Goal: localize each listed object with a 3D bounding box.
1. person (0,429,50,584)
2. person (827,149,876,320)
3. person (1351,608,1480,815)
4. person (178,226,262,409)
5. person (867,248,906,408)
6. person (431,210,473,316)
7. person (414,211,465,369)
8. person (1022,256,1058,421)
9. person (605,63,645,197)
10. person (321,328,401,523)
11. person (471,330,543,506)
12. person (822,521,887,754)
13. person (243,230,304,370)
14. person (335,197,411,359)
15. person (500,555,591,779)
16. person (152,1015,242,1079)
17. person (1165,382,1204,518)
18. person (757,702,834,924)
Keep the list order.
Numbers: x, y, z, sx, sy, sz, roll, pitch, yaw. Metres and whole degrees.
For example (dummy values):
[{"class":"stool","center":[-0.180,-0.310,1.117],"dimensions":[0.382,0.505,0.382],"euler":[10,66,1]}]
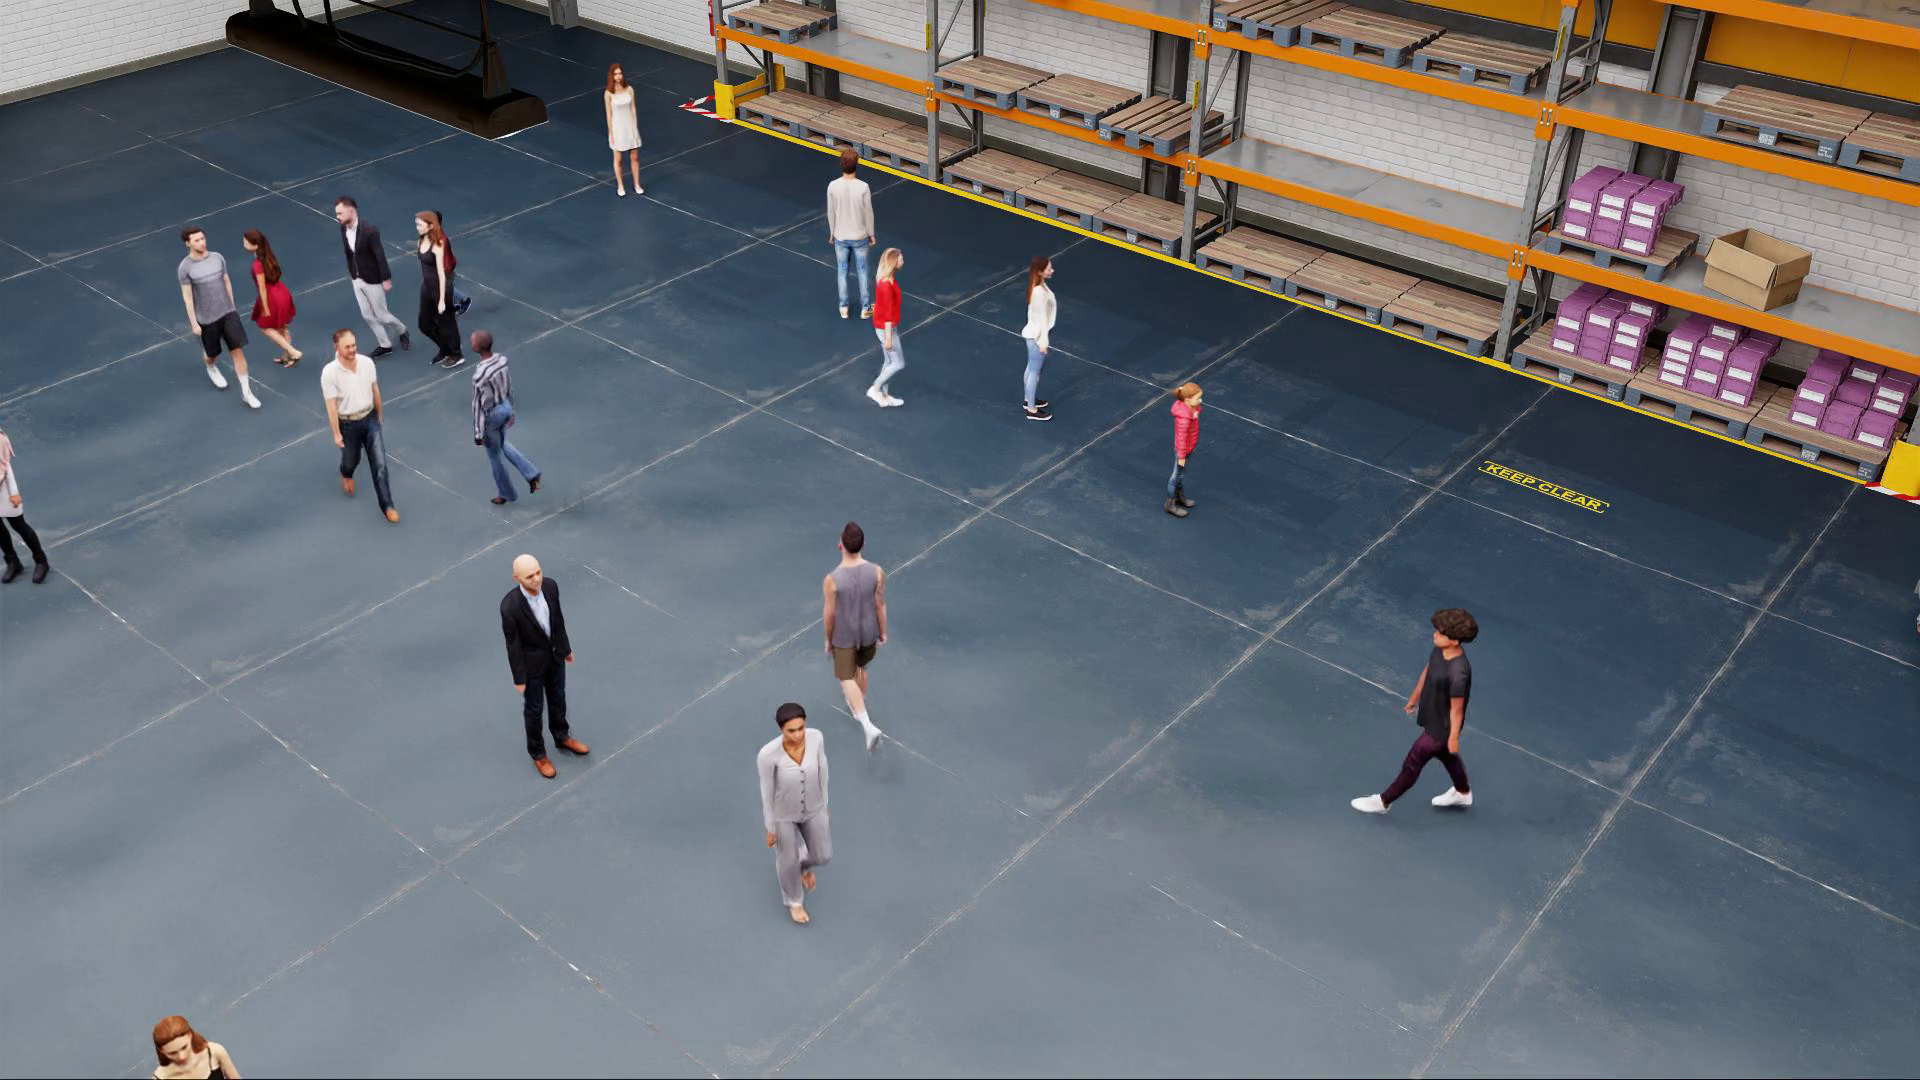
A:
[{"class":"person","center":[-8.085,-0.434,13.912],"dimensions":[0.703,1.799,0.782],"euler":[1,34,2]},{"class":"person","center":[-1.185,-3.330,18.178],"dimensions":[0.695,1.900,0.813],"euler":[5,34,7]},{"class":"person","center":[3.383,1.226,11.470],"dimensions":[1.203,1.738,1.086],"euler":[1,34,1]},{"class":"person","center":[-7.501,-2.268,16.631],"dimensions":[0.739,1.844,1.202],"euler":[-28,43,-36]},{"class":"person","center":[-0.803,-2.081,16.490],"dimensions":[0.823,1.688,0.761],"euler":[0,34,-1]},{"class":"person","center":[-5.631,-3.066,18.373],"dimensions":[0.667,1.245,0.597],"euler":[-18,38,-25]},{"class":"person","center":[-5.343,-2.623,17.261],"dimensions":[0.578,1.738,0.678],"euler":[22,39,29]},{"class":"person","center":[0.767,-2.005,16.374],"dimensions":[0.756,1.692,0.705],"euler":[-1,34,-2]},{"class":"person","center":[-4.294,-5.248,21.235],"dimensions":[0.639,1.710,0.652],"euler":[-14,36,-20]},{"class":"person","center":[-5.422,-1.072,14.845],"dimensions":[0.855,1.829,1.204],"euler":[-23,40,-30]},{"class":"person","center":[-4.067,-1.048,14.853],"dimensions":[0.870,1.781,0.802],"euler":[8,34,12]},{"class":"person","center":[-0.750,0.730,12.164],"dimensions":[0.930,1.821,1.170],"euler":[-13,36,-19]},{"class":"person","center":[-7.069,-2.491,17.241],"dimensions":[0.831,1.540,0.746],"euler":[6,34,9]},{"class":"person","center":[-6.136,-2.724,17.349],"dimensions":[0.735,1.809,0.810],"euler":[14,36,20]},{"class":"person","center":[-3.022,0.856,11.972],"dimensions":[0.569,1.800,0.666],"euler":[24,40,31]},{"class":"person","center":[-4.007,3.050,8.843],"dimensions":[0.661,1.609,0.707],"euler":[-24,41,-32]},{"class":"person","center":[2.009,-0.836,14.956],"dimensions":[0.561,1.314,0.555],"euler":[13,36,19]},{"class":"person","center":[-1.104,1.699,10.773],"dimensions":[0.778,1.722,0.837],"euler":[-15,36,-21]}]
